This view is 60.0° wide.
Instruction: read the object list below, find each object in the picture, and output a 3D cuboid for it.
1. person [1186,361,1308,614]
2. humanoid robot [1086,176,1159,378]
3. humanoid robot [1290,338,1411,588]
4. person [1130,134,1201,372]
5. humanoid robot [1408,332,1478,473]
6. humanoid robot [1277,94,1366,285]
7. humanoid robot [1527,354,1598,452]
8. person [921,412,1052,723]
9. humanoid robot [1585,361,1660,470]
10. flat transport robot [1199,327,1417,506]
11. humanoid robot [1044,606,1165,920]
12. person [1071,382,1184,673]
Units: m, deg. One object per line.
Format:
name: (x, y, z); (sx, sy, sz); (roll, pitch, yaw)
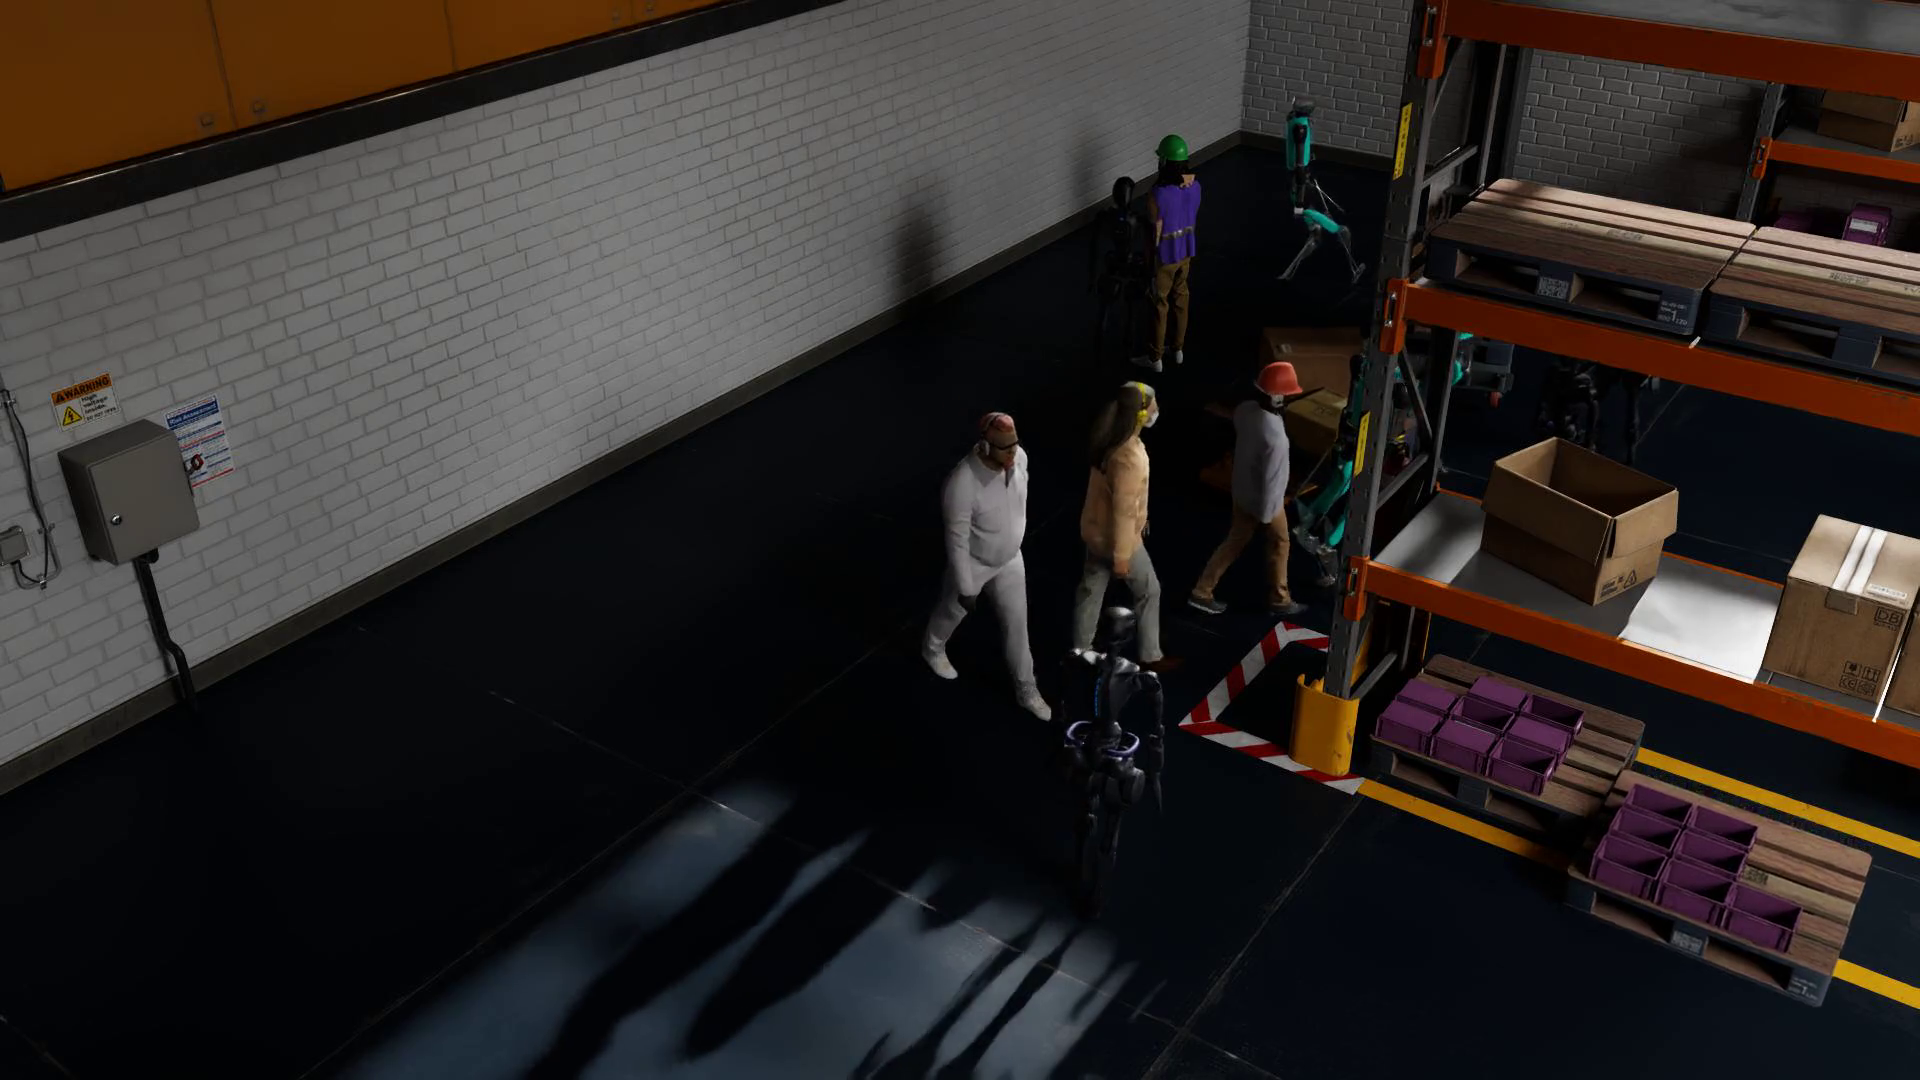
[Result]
person: (1.780, -0.276, 10.079); (0.771, 1.735, 0.570); (-10, 31, -16)
humanoid robot: (1.291, -2.059, 13.200); (0.608, 1.654, 0.400); (10, 31, 16)
humanoid robot: (2.325, -0.383, 10.207); (0.672, 1.768, 0.541); (-13, 32, -21)
person: (1.673, -2.287, 13.343); (0.533, 1.931, 0.410); (-24, 37, -35)
humanoid robot: (3.313, -1.251, 11.749); (0.656, 1.800, 0.545); (26, 39, 37)
humanoid robot: (3.353, -3.119, 15.009); (0.960, 1.773, 0.552); (3, 30, 5)
humanoid robot: (3.824, -0.542, 10.578); (0.323, 1.648, 0.604); (-9, 31, -16)
person: (0.124, 0.094, 9.296); (0.650, 1.847, 1.009); (-25, 38, -36)
humanoid robot: (4.738, -1.263, 11.822); (0.357, 1.645, 0.613); (-22, 37, -33)
flat transport robot: (2.472, -0.609, 12.097); (1.431, 0.231, 0.659); (-23, 37, -34)
humanoid robot: (0.666, 1.047, 7.815); (0.616, 1.640, 0.365); (14, 33, 23)
person: (1.009, -0.047, 9.540); (0.795, 1.843, 0.535); (-8, 31, -14)
